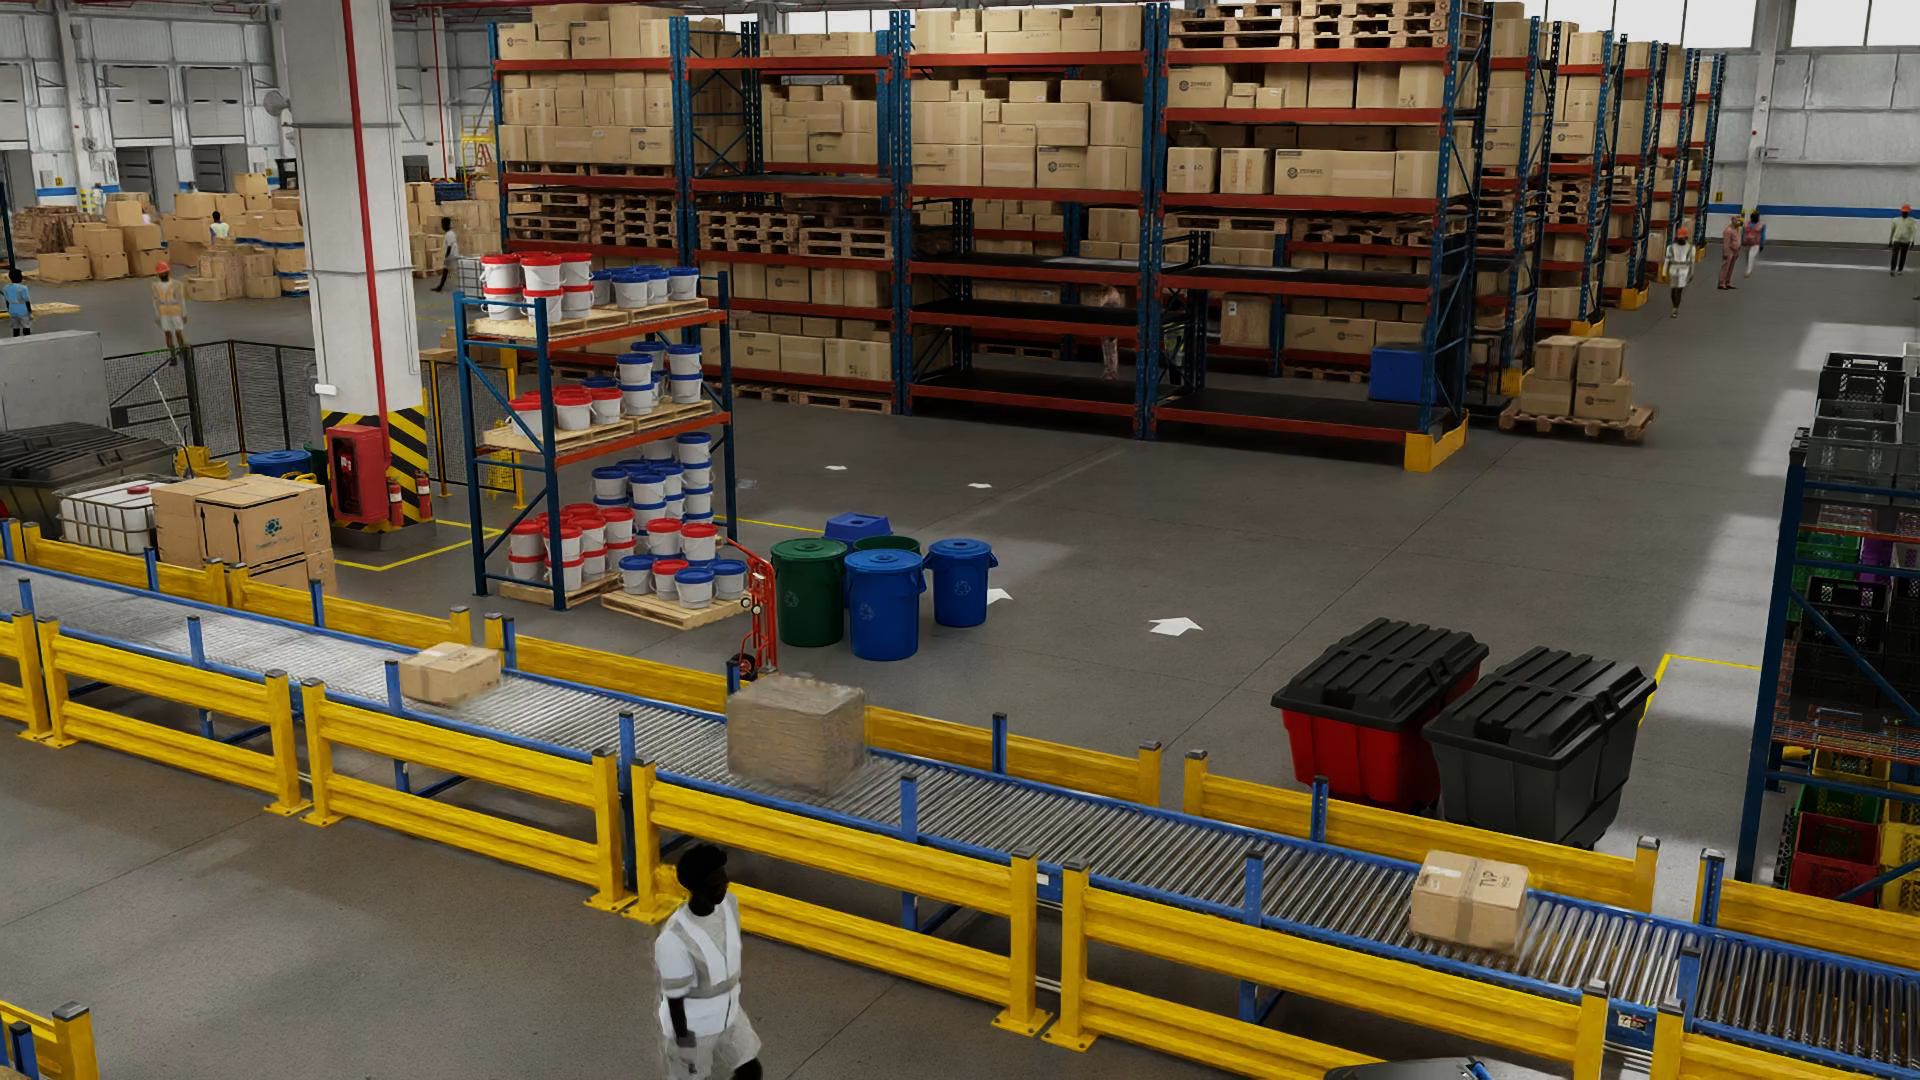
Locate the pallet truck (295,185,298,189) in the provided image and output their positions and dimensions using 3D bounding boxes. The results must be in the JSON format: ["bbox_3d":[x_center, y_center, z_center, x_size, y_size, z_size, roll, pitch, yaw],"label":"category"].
[{"bbox_3d":[-26.804,-14.617,69.738,1.885,1.965,0.823,-14,20,-42],"label":"pallet truck"}]

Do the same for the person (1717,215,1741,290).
[{"bbox_3d":[19.862,-7.393,42.794,0.636,1.899,0.397,-11,19,-36],"label":"person"}]

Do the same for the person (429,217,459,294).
[{"bbox_3d":[-12.812,-7.112,41.688,1.002,1.912,0.623,-8,17,-27],"label":"person"}]

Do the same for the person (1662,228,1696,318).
[{"bbox_3d":[16.183,-6.030,37.455,0.618,2.010,0.956,8,17,29],"label":"person"}]

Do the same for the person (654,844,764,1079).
[{"bbox_3d":[-1.117,2.130,7.381,0.412,1.677,0.546,9,17,31],"label":"person"}]

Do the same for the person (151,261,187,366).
[{"bbox_3d":[-14.534,-4.162,30.584,0.570,1.920,0.430,-3,15,-10],"label":"person"}]

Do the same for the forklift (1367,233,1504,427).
[{"bbox_3d":[7.318,-3.251,25.321,1.873,2.768,1.129,8,17,28],"label":"forklift"}]

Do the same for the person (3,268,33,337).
[{"bbox_3d":[-17.771,-4.276,31.436,0.537,1.699,0.321,4,15,14],"label":"person"}]

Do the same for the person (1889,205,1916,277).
[{"bbox_3d":[26.025,-8.256,45.950,0.640,1.933,1.067,8,17,29],"label":"person"}]

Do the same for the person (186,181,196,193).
[{"bbox_3d":[-27.672,-11.969,59.938,0.479,1.925,0.629,-3,15,-13],"label":"person"}]

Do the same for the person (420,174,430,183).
[{"bbox_3d":[-21.181,-13.567,66.010,0.356,1.884,0.574,7,16,25],"label":"person"}]

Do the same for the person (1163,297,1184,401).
[{"bbox_3d":[3.461,-3.113,27.069,0.316,1.695,0.542,-3,15,-11],"label":"person"}]

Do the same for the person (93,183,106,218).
[{"bbox_3d":[-33.636,-13.178,65.090,0.538,1.585,0.851,7,16,24],"label":"person"}]

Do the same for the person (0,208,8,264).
[{"bbox_3d":[-28.141,-9.000,48.773,0.642,1.921,0.510,10,18,33],"label":"person"}]

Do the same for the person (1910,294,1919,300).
[{"bbox_3d":[23.754,-6.675,40.293,0.940,1.798,0.573,14,20,42],"label":"person"}]

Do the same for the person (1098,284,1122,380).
[{"bbox_3d":[2.527,-3.606,28.519,0.406,1.911,0.636,-3,15,-11],"label":"person"}]

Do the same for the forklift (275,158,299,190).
[{"bbox_3d":[-22.628,-11.539,56.478,1.873,2.768,1.129,8,17,28],"label":"forklift"}]

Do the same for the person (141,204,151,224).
[{"bbox_3d":[-23.521,-8.736,47.847,1.025,1.876,0.556,7,16,24],"label":"person"}]

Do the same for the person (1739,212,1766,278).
[{"bbox_3d":[21.760,-8.121,45.702,0.623,1.805,0.925,14,20,43],"label":"person"}]

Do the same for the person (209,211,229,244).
[{"bbox_3d":[-19.515,-7.714,43.946,0.369,1.915,0.597,6,16,23],"label":"person"}]
